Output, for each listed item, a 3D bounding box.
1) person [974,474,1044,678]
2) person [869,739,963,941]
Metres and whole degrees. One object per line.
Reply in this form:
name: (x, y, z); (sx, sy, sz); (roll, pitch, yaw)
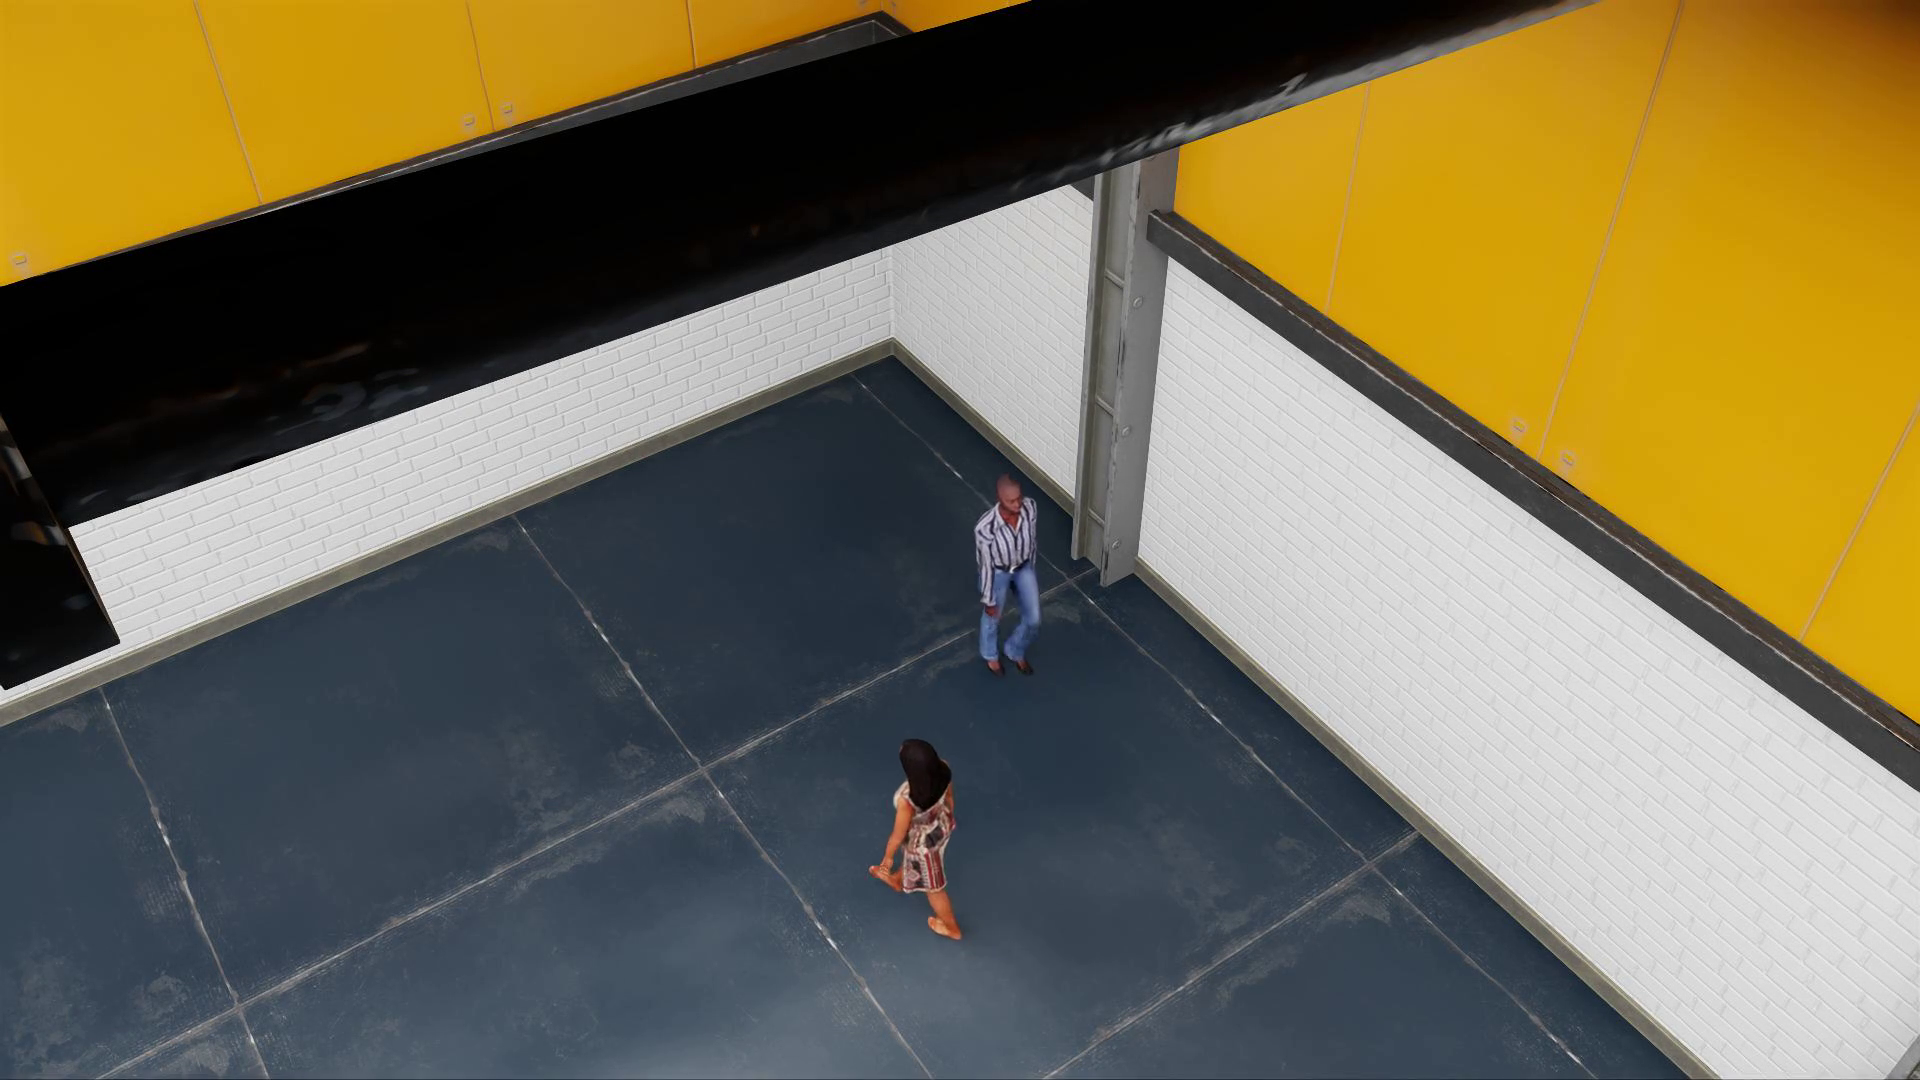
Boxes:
person: (0.247, 0.203, 10.791); (0.644, 1.779, 0.658); (-26, 49, -24)
person: (-0.146, 1.713, 9.326); (1.051, 1.615, 0.860); (25, 49, 24)
